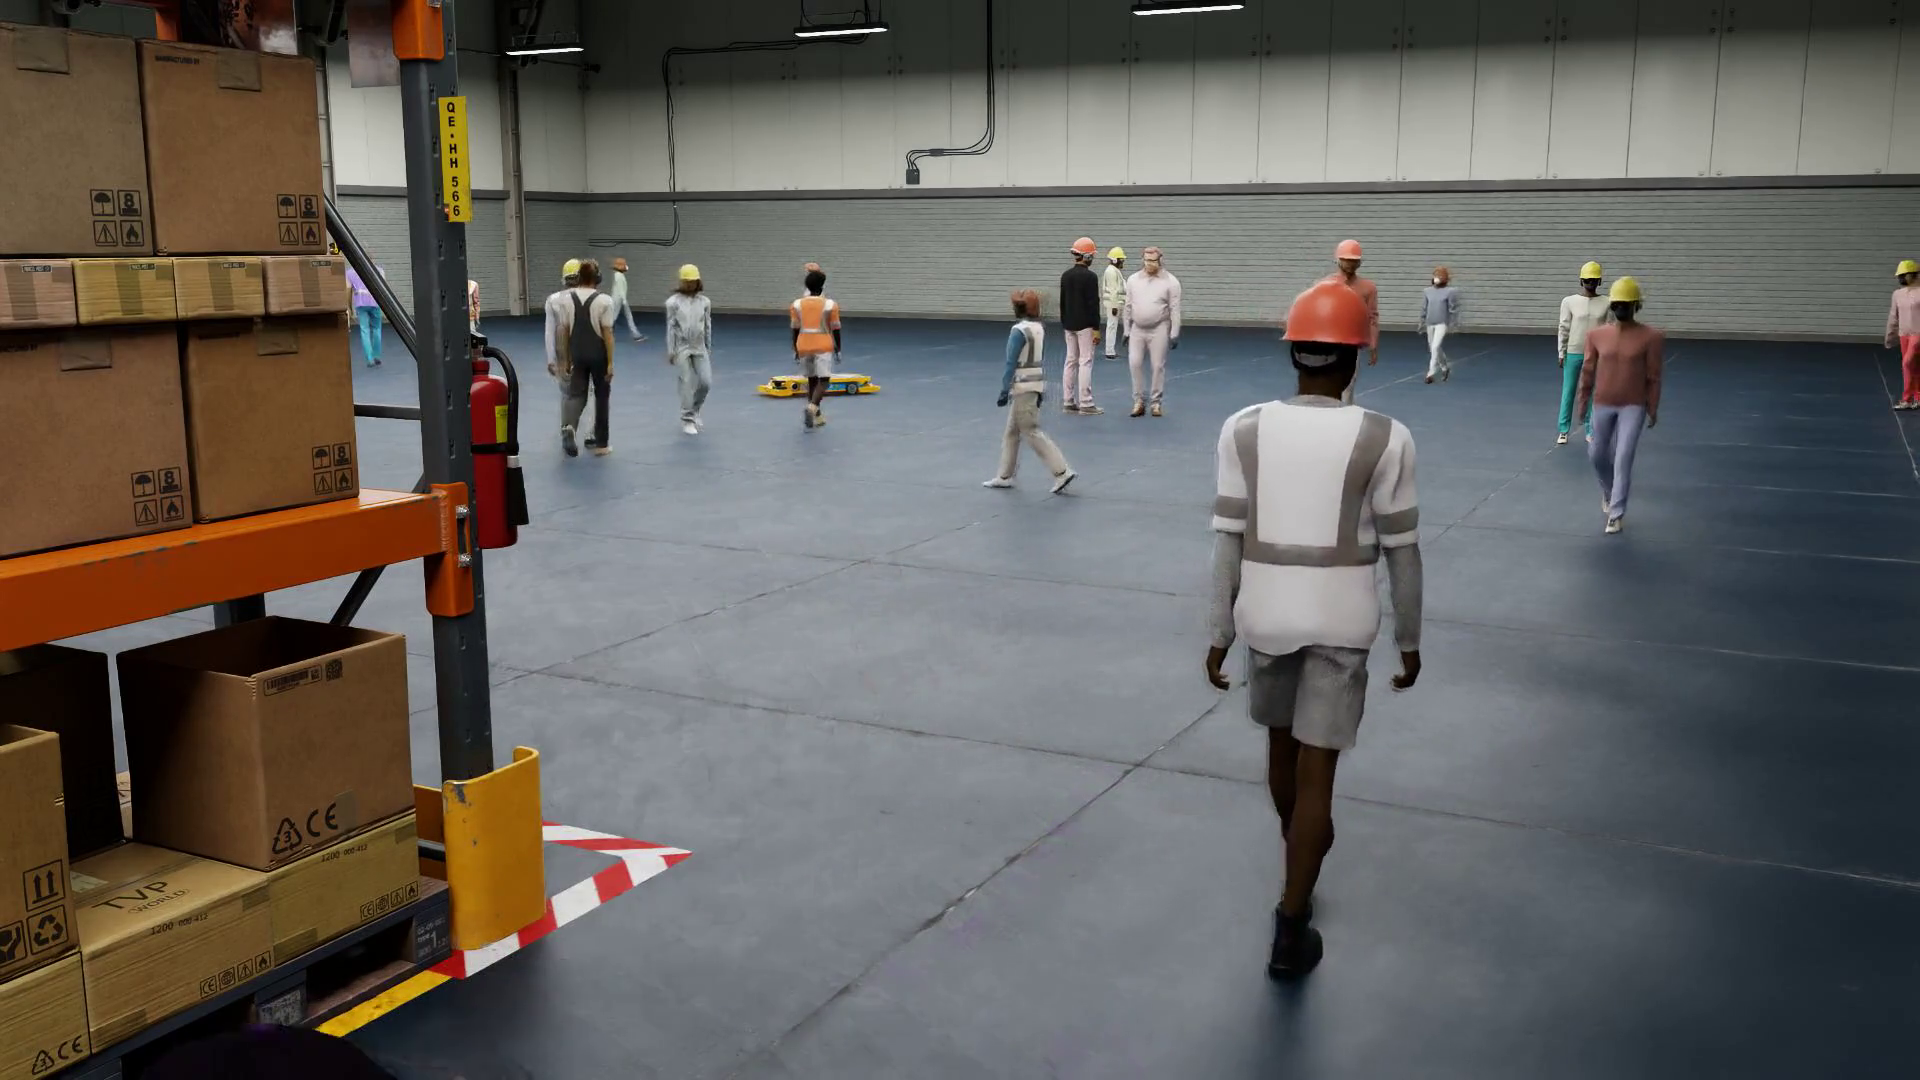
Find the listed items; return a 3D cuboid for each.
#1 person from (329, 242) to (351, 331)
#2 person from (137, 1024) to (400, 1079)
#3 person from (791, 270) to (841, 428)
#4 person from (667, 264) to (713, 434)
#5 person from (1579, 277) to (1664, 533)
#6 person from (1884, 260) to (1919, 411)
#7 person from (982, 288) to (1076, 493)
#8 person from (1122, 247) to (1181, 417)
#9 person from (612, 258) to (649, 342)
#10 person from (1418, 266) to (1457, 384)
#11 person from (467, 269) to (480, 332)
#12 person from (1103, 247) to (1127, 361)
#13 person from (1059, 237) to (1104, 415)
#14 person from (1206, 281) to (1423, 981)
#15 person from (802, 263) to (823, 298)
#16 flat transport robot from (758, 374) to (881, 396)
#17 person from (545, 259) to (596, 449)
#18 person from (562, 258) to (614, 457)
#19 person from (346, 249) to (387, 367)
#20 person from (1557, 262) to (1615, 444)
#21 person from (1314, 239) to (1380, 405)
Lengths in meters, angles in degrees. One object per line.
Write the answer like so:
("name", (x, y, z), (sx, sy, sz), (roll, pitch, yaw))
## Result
("person", (-13.081, -5.322, 35.030), (0.319, 1.870, 0.521), (-6, 12, -29))
("person", (-0.316, 0.909, 0.913), (0.549, 1.919, 0.418), (7, 12, 33))
("person", (-1.519, -1.983, 17.371), (0.535, 1.670, 0.723), (3, 11, 15))
("person", (-2.766, -1.949, 17.026), (0.494, 1.735, 0.409), (-6, 12, -29))
("person", (4.577, -0.946, 11.523), (0.530, 1.750, 0.667), (7, 12, 32))
("person", (10.994, -2.363, 19.269), (0.719, 1.721, 0.555), (-3, 11, -17))
("person", (0.557, -1.178, 13.128), (0.794, 1.610, 0.510), (4, 11, 19))
("person", (2.118, -2.317, 18.578), (0.685, 1.886, 0.550), (5, 11, 24))
("person", (-6.424, -4.549, 31.593), (0.875, 1.584, 0.523), (0, 10, -1))
("person", (6.593, -2.958, 22.866), (0.801, 1.605, 0.503), (-9, 14, -41))
("person", (-7.144, -3.159, 23.860), (0.514, 1.643, 0.307), (-4, 11, -22))
("person", (2.517, -3.827, 26.982), (0.404, 1.829, 0.600), (1, 10, 5))
("person", (1.381, -2.412, 18.819), (0.381, 1.994, 0.622), (-8, 13, -35))
("person", (1.040, 0.219, 4.770), (0.572, 1.886, 0.974), (5, 12, 27))
("person", (-2.038, -3.036, 23.186), (0.313, 1.642, 0.513), (-2, 11, -11))
("flat transport robot", (-1.793, -1.991, 21.230), (1.431, 0.197, 0.652), (-5, 12, -26))
("person", (-3.677, -1.794, 16.019), (0.608, 1.782, 0.892), (-3, 11, -14))
("person", (-3.377, -1.629, 15.035), (0.521, 1.820, 0.772), (2, 11, 8))
("person", (-9.191, -3.598, 25.810), (0.583, 1.796, 0.931), (-4, 11, -19))
("person", (6.065, -1.803, 16.127), (0.525, 1.769, 0.310), (2, 11, 9))
("person", (3.651, -1.838, 15.732), (0.653, 1.973, 0.627), (0, 10, -1))
